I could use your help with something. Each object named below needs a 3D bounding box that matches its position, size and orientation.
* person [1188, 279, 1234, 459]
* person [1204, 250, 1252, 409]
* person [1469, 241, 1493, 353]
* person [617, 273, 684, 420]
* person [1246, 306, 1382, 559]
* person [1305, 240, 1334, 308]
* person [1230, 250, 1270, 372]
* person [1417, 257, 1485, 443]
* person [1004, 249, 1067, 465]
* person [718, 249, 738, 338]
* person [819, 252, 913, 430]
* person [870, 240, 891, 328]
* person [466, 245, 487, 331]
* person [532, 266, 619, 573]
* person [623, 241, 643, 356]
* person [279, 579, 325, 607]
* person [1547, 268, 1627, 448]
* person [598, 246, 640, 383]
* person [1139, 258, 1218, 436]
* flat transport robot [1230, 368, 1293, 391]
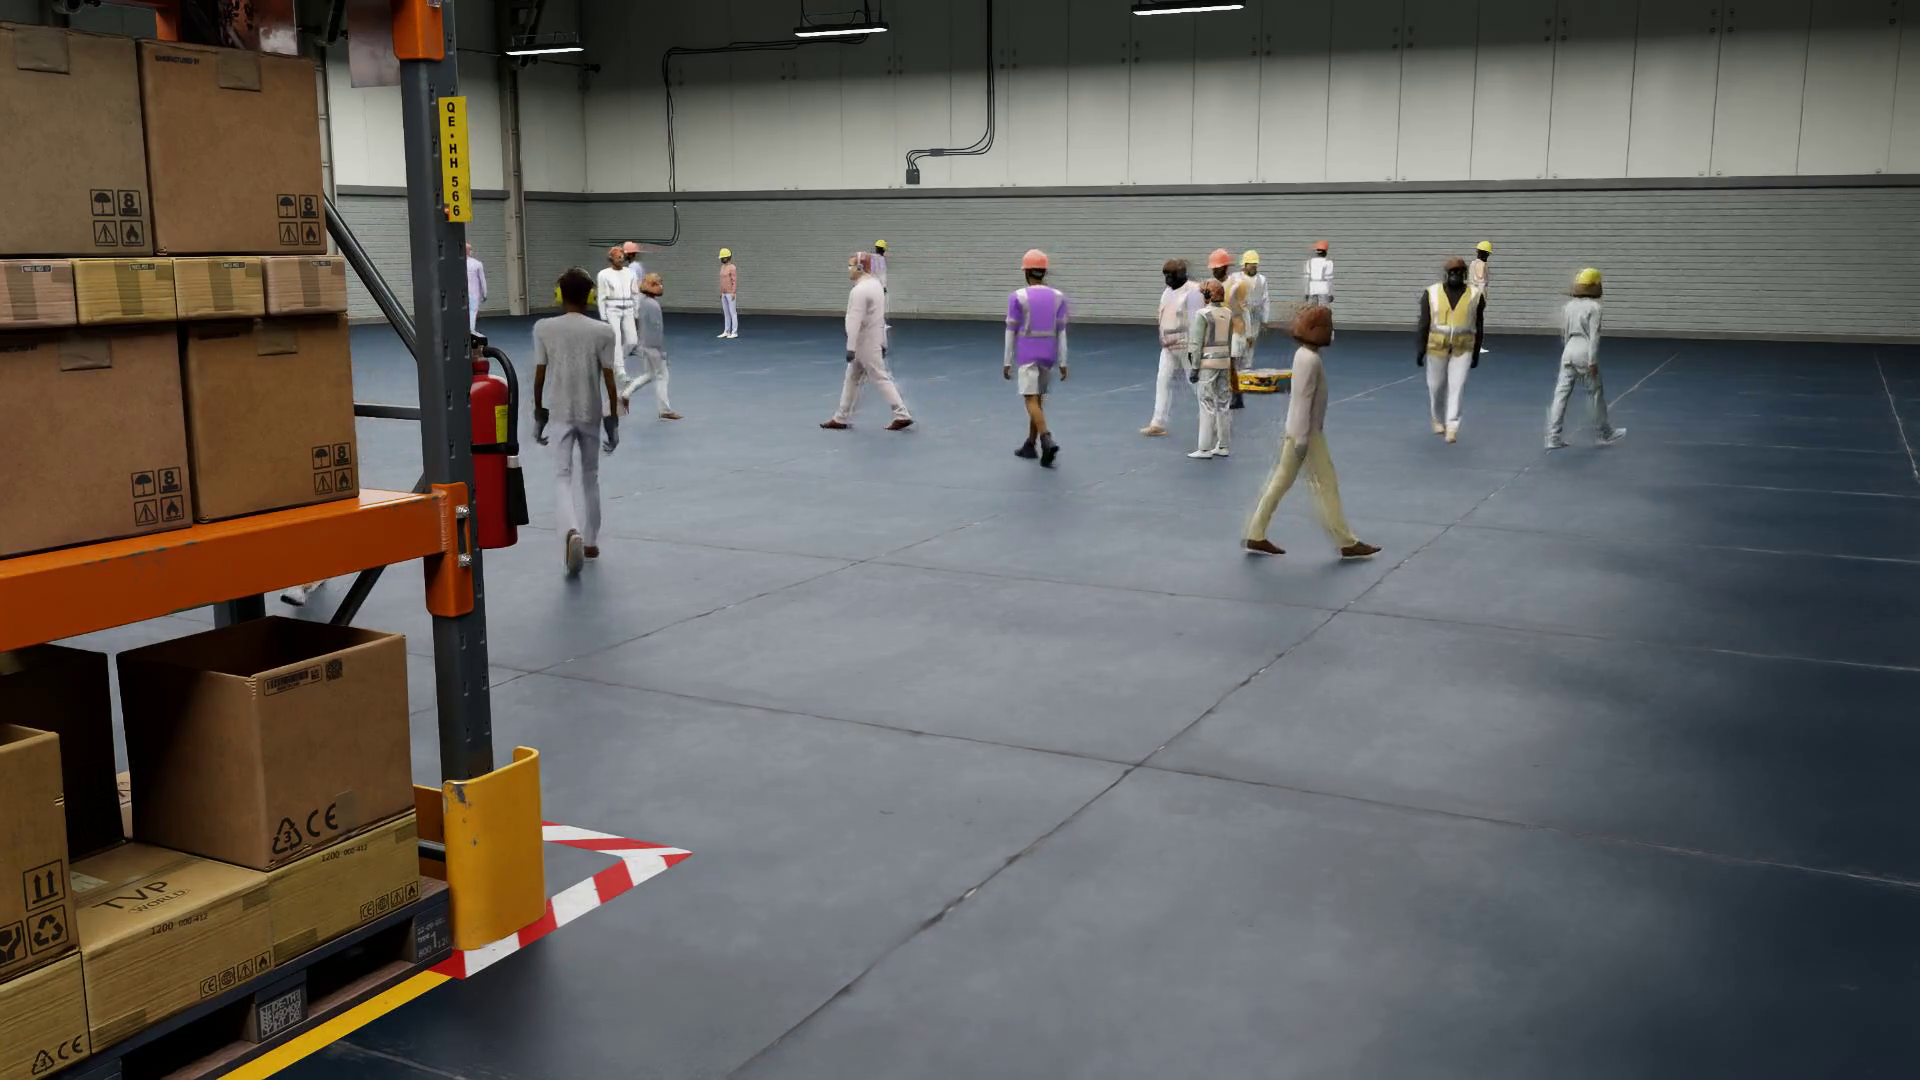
[{"bbox_3d":[2.294,-1.553,15.129,0.514,1.634,0.312,-10,14,-43],"label":"person"},{"bbox_3d":[3.059,-2.398,19.150,0.563,1.863,0.960,9,14,41],"label":"person"},{"bbox_3d":[8.995,-4.206,28.815,0.381,1.918,0.585,0,10,1],"label":"person"},{"bbox_3d":[-3.401,-2.108,18.208,0.643,1.618,0.518,-6,12,-29],"label":"person"},{"bbox_3d":[2.208,-0.668,10.417,0.847,1.582,0.515,1,10,6],"label":"person"},{"bbox_3d":[6.866,-4.743,31.713,0.554,1.922,0.419,10,14,42],"label":"person"},{"bbox_3d":[3.931,-3.030,22.665,0.622,1.816,0.433,-3,11,-18],"label":"person"},{"bbox_3d":[4.877,-1.903,16.556,0.628,1.819,0.849,3,11,17],"label":"person"},{"bbox_3d":[0.702,-1.625,14.791,0.561,1.912,0.907,-5,11,-24],"label":"person"},{"bbox_3d":[-4.594,-4.862,32.832,0.327,1.760,0.523,-8,13,-38],"label":"person"},{"bbox_3d":[-0.954,-2.053,17.268,1.004,1.859,0.650,1,10,8],"label":"person"},{"bbox_3d":[-1.754,-5.586,36.338,0.377,1.918,0.585,-6,12,-30],"label":"person"},{"bbox_3d":[-9.390,-4.722,31.839,0.648,1.846,1.040,0,10,0],"label":"person"},{"bbox_3d":[-2.342,-0.735,10.113,0.522,1.844,0.802,-3,11,-16],"label":"person"},{"bbox_3d":[-5.427,-4.050,27.968,0.671,1.920,0.548,-1,10,-8],"label":"person"},{"bbox_3d":[-3.683,-0.441,9.173,0.513,1.594,0.861,1,10,3],"label":"person"},{"bbox_3d":[6.009,-1.735,15.911,0.873,1.693,0.508,-5,11,-24],"label":"person"},{"bbox_3d":[-4.697,-3.109,22.952,0.608,1.872,0.450,-8,13,-35],"label":"person"},{"bbox_3d":[2.300,-1.953,16.870,0.946,1.801,0.650,-5,12,-27],"label":"person"},{"bbox_3d":[4.029,-2.120,21.931,0.652,0.197,1.431,7,12,33],"label":"flat transport robot"}]
